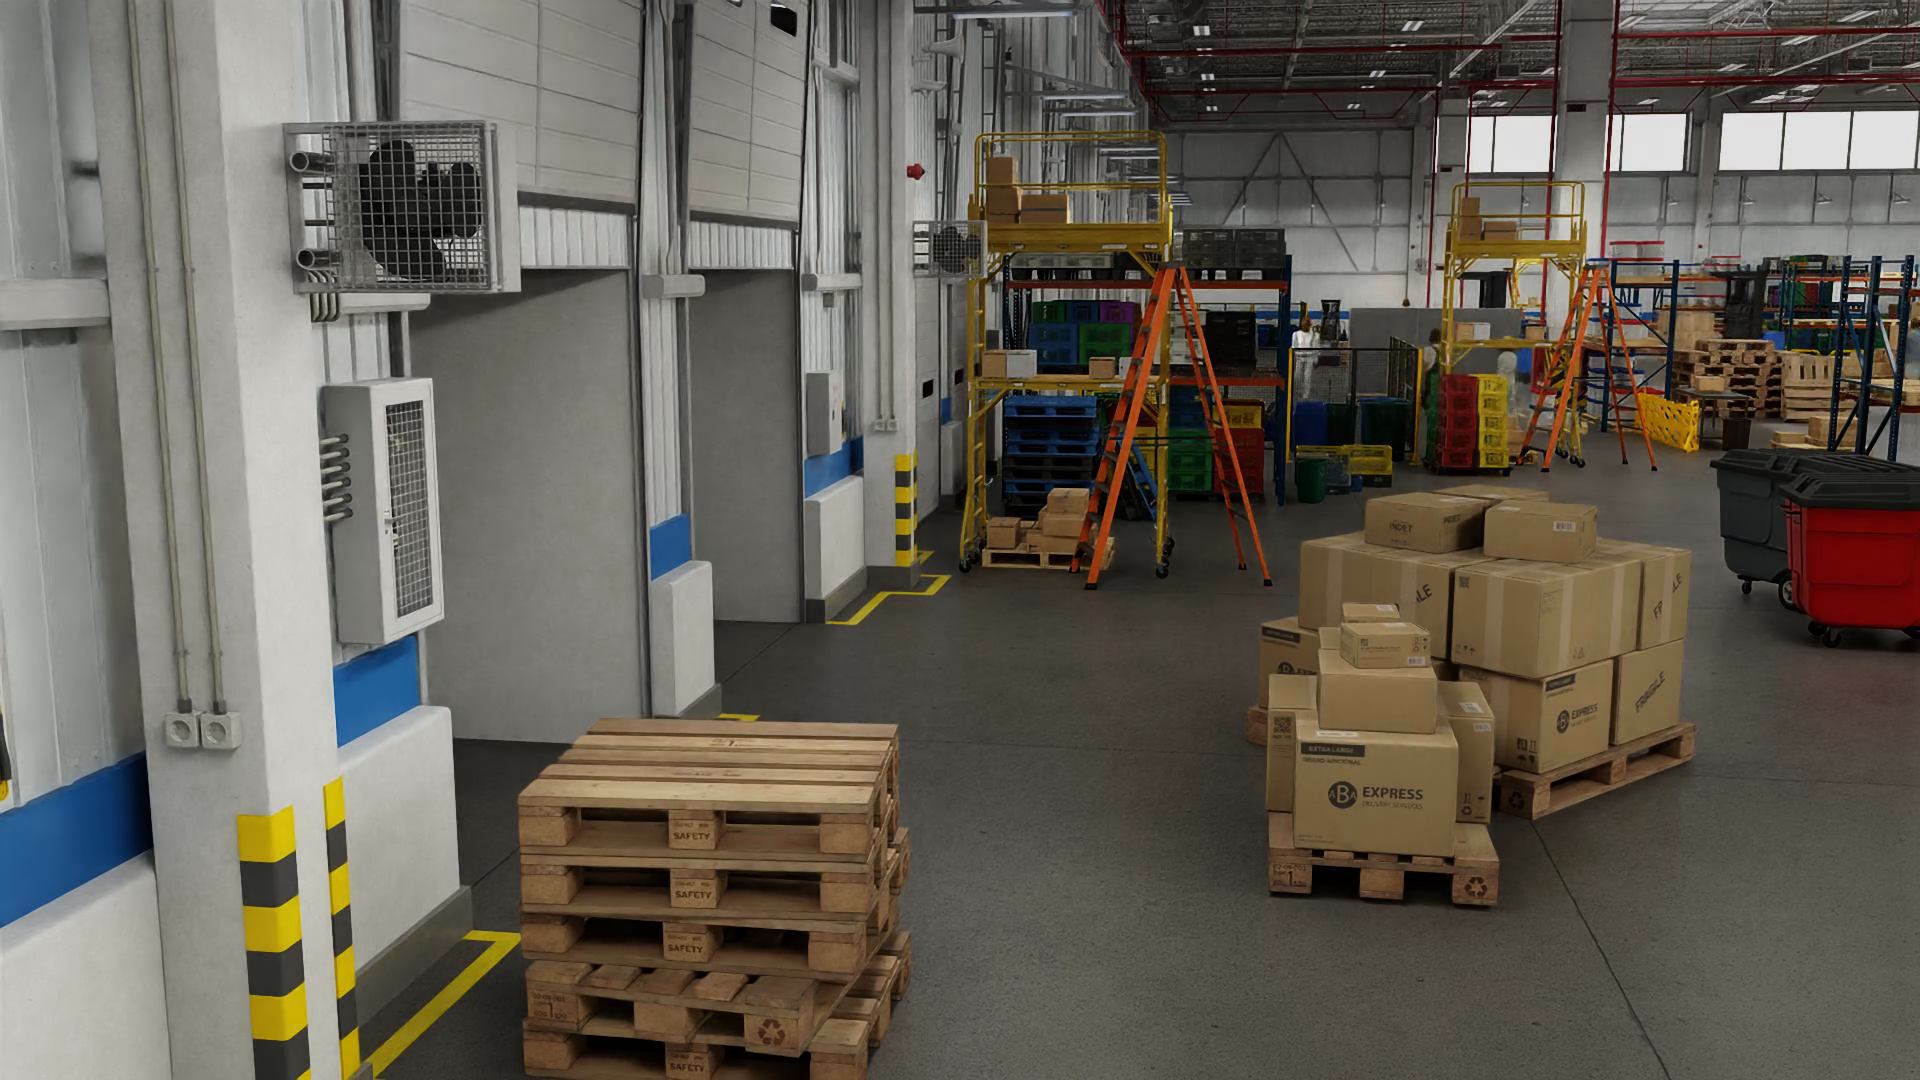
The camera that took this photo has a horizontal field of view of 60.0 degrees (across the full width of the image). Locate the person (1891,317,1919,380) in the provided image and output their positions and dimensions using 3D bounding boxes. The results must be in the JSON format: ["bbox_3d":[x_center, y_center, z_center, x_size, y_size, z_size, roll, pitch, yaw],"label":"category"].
[{"bbox_3d":[19.430,-3.598,33.992,0.651,1.883,1.001,-1,9,-7],"label":"person"}]

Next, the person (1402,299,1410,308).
[{"bbox_3d":[14.313,-6.778,53.463,0.635,1.939,0.361,1,9,9],"label":"person"}]

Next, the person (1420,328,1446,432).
[{"bbox_3d":[8.294,-2.791,29.186,0.533,1.834,0.400,-4,10,-22],"label":"person"}]

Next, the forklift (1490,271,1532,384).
[{"bbox_3d":[13.422,-5.322,41.591,1.873,2.768,1.129,1,9,9],"label":"forklift"}]

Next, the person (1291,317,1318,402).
[{"bbox_3d":[7.379,-3.849,35.652,0.577,1.864,0.408,3,10,20],"label":"person"}]

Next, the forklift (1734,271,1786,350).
[{"bbox_3d":[22.717,-6.342,47.880,1.873,2.768,1.129,-3,10,-17],"label":"forklift"}]

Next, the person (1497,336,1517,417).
[{"bbox_3d":[9.357,-2.672,28.786,0.514,1.715,0.742,-6,11,-34],"label":"person"}]

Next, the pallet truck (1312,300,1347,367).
[{"bbox_3d":[11.159,-6.200,49.718,0.823,1.965,1.885,4,10,26],"label":"pallet truck"}]

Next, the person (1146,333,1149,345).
[{"bbox_3d":[5.037,-4.851,42.561,0.514,1.617,0.725,0,9,0],"label":"person"}]
